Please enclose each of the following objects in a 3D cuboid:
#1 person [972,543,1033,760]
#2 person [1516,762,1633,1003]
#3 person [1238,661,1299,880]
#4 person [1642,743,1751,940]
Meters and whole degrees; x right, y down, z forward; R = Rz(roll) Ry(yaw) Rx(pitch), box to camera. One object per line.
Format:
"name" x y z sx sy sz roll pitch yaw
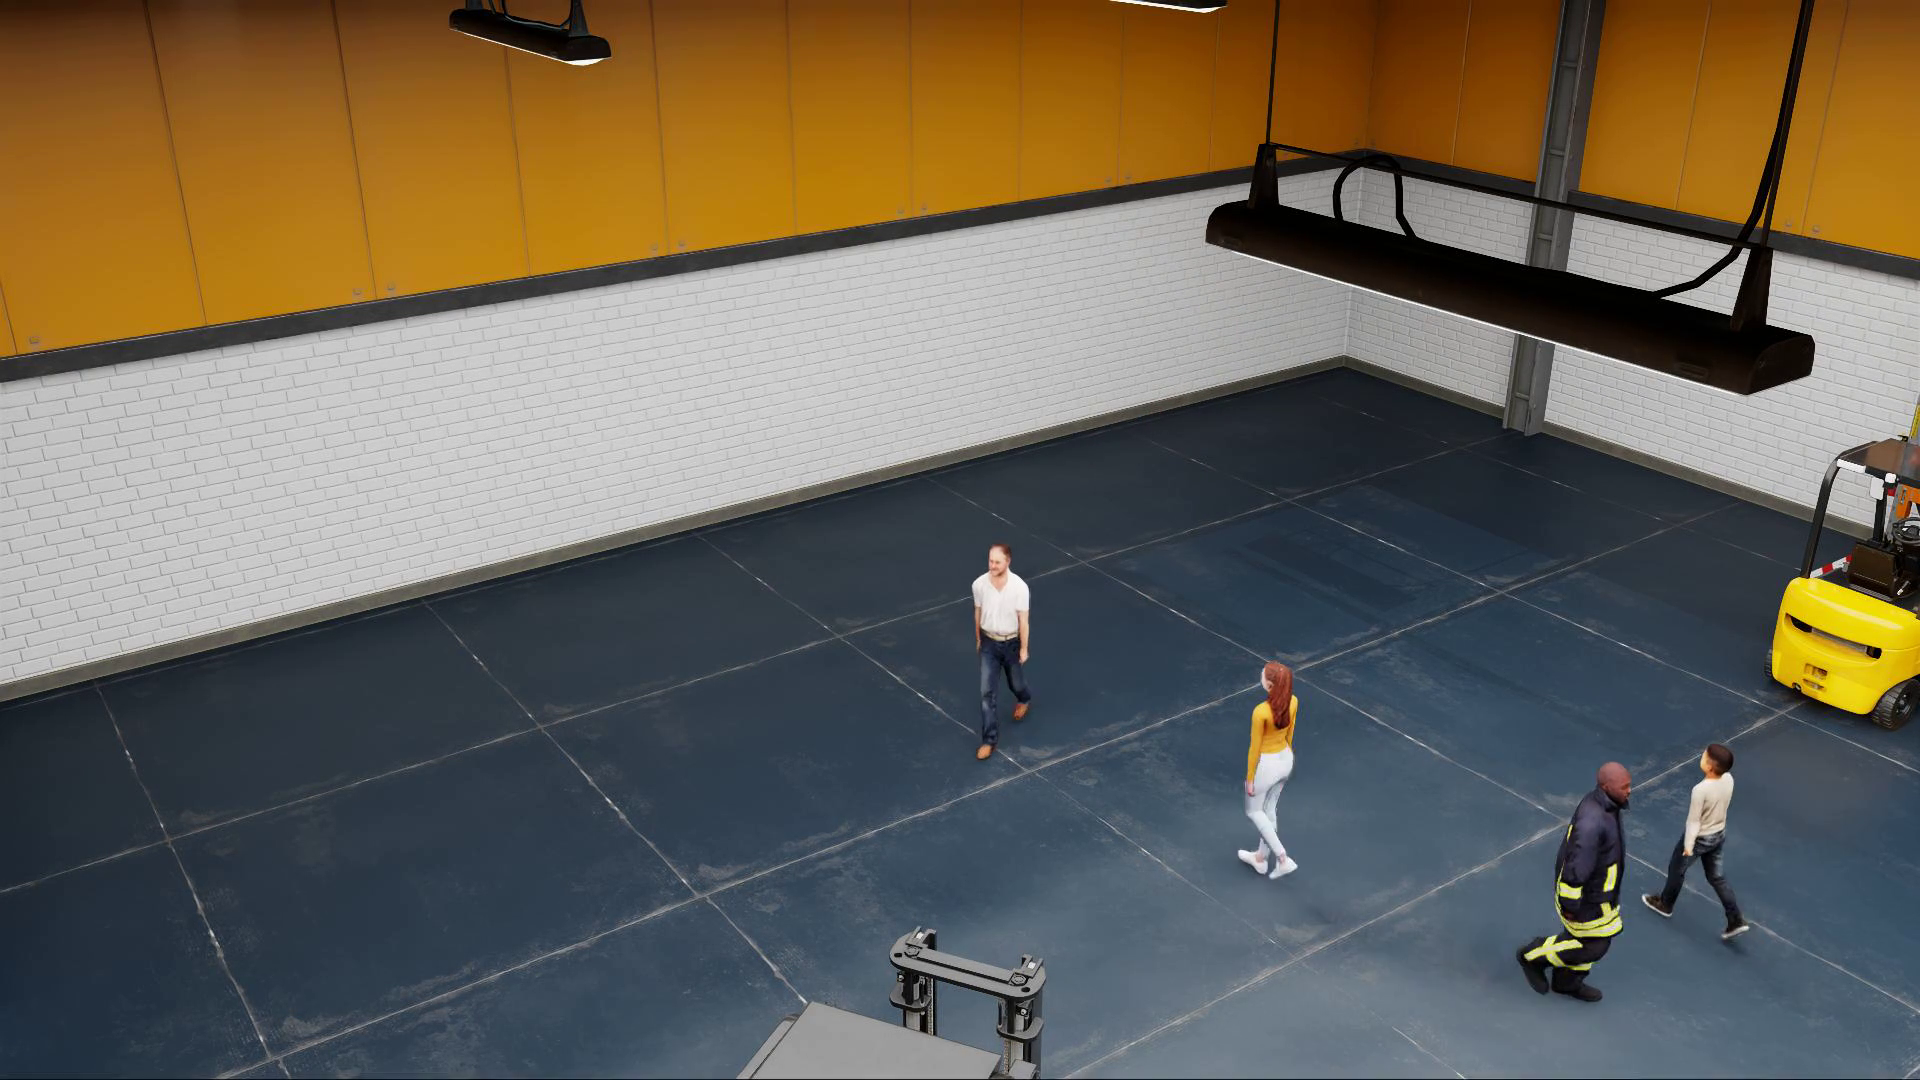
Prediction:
"person" 0.396 0.841 13.814 1.228 1.826 1.139 10 25 21
"person" 3.966 2.187 10.754 0.999 1.811 0.915 14 27 29
"person" 2.299 1.699 11.958 0.602 1.739 0.832 -15 28 -30
"person" 5.187 2.083 11.453 0.648 1.440 1.001 -11 26 -24
